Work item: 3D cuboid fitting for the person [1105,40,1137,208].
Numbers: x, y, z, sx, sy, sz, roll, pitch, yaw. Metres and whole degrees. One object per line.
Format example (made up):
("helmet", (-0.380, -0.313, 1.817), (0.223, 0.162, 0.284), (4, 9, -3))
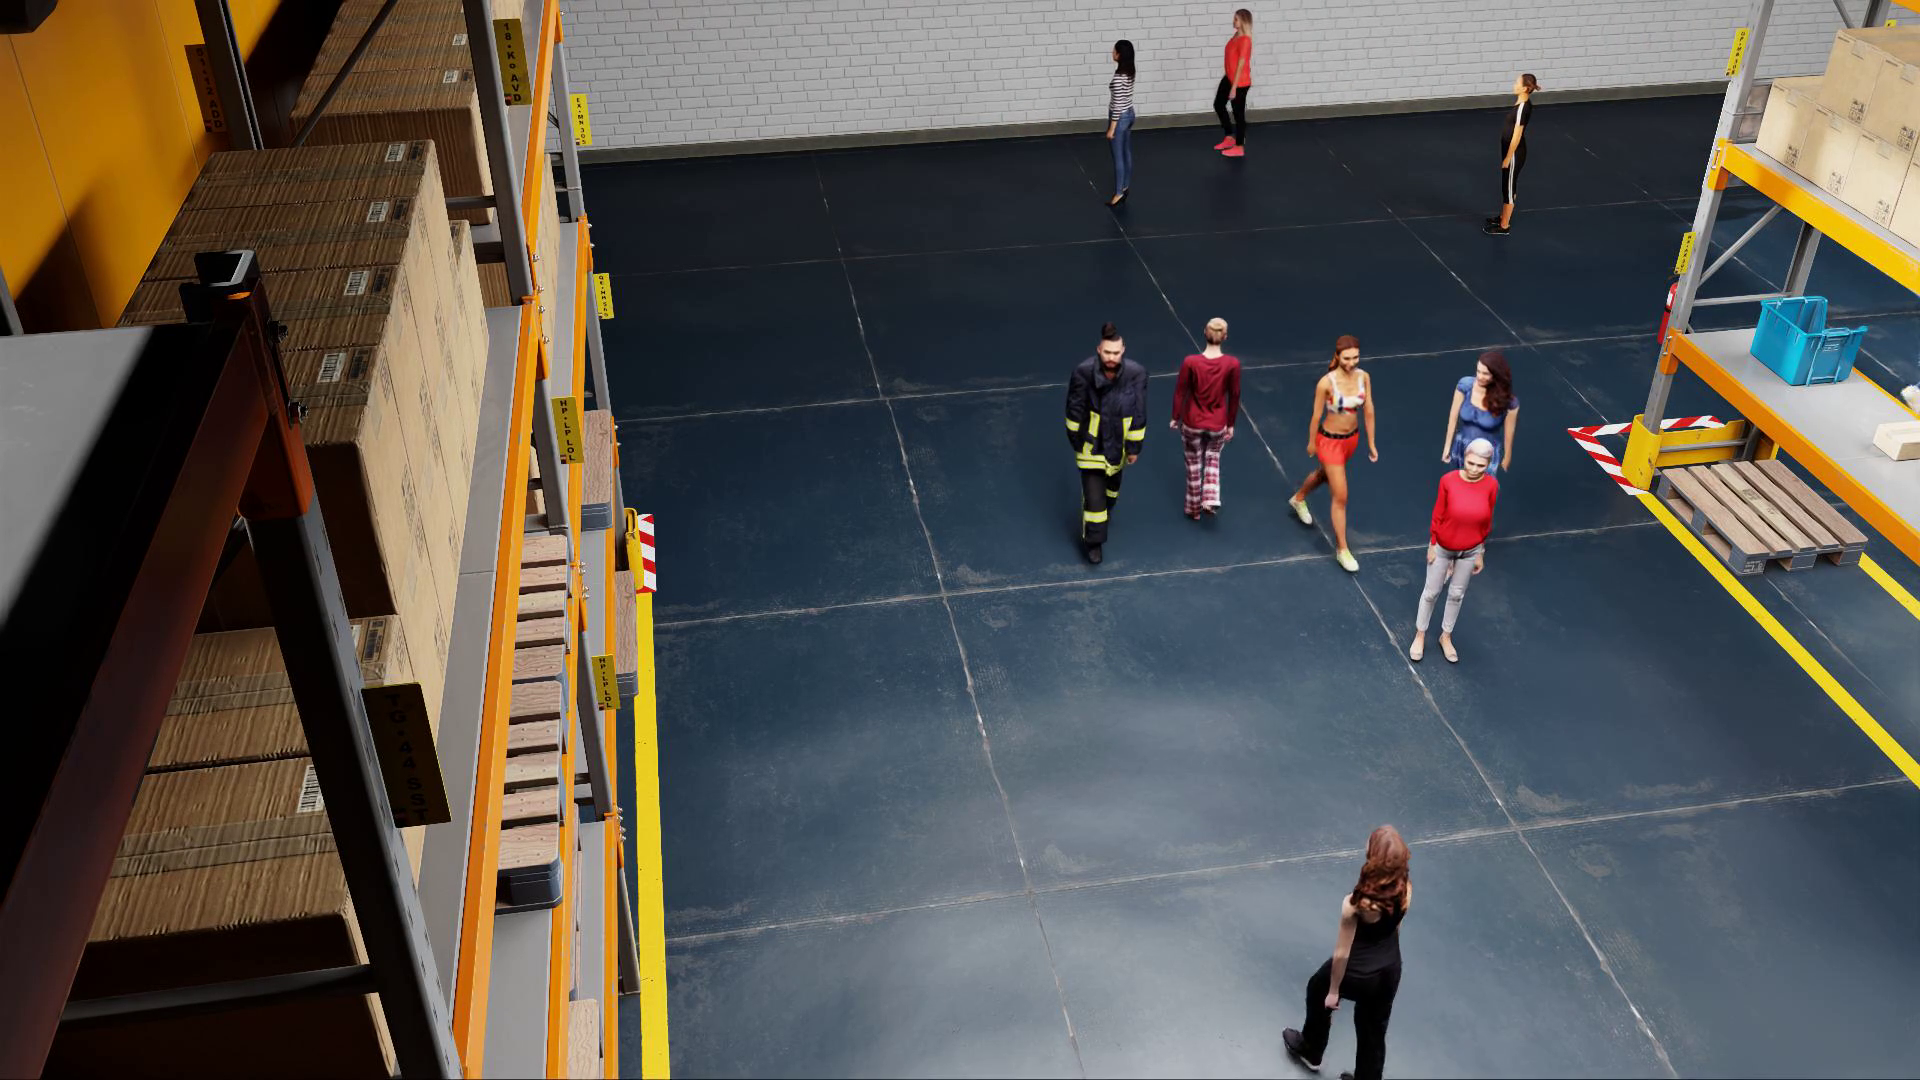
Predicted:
("person", (1.718, -4.426, 17.691), (0.713, 1.796, 0.631), (18, 38, 25))

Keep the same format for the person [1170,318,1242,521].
("person", (1.840, -0.854, 12.407), (0.670, 1.696, 0.692), (-2, 34, -3))

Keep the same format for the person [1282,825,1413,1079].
("person", (1.979, 2.115, 7.912), (0.724, 1.727, 0.894), (-14, 36, -20))

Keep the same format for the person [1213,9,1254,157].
("person", (3.243, -5.197, 18.954), (0.690, 1.682, 0.544), (-3, 34, -4))

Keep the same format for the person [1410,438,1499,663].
("person", (3.290, 0.053, 11.042), (0.601, 1.696, 0.602), (4, 34, 6))

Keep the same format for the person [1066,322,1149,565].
("person", (1.074, -0.814, 12.238), (0.808, 1.816, 1.135), (-1, 34, -1))

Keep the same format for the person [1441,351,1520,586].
("person", (3.723, -0.568, 11.921), (1.189, 1.757, 1.101), (26, 42, 34))

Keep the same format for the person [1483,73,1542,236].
("person", (5.715, -3.990, 17.148), (0.722, 1.669, 0.614), (11, 35, 16))

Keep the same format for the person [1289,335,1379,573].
("person", (2.712, -0.731, 12.183), (0.767, 1.740, 1.237), (-13, 36, -19))
